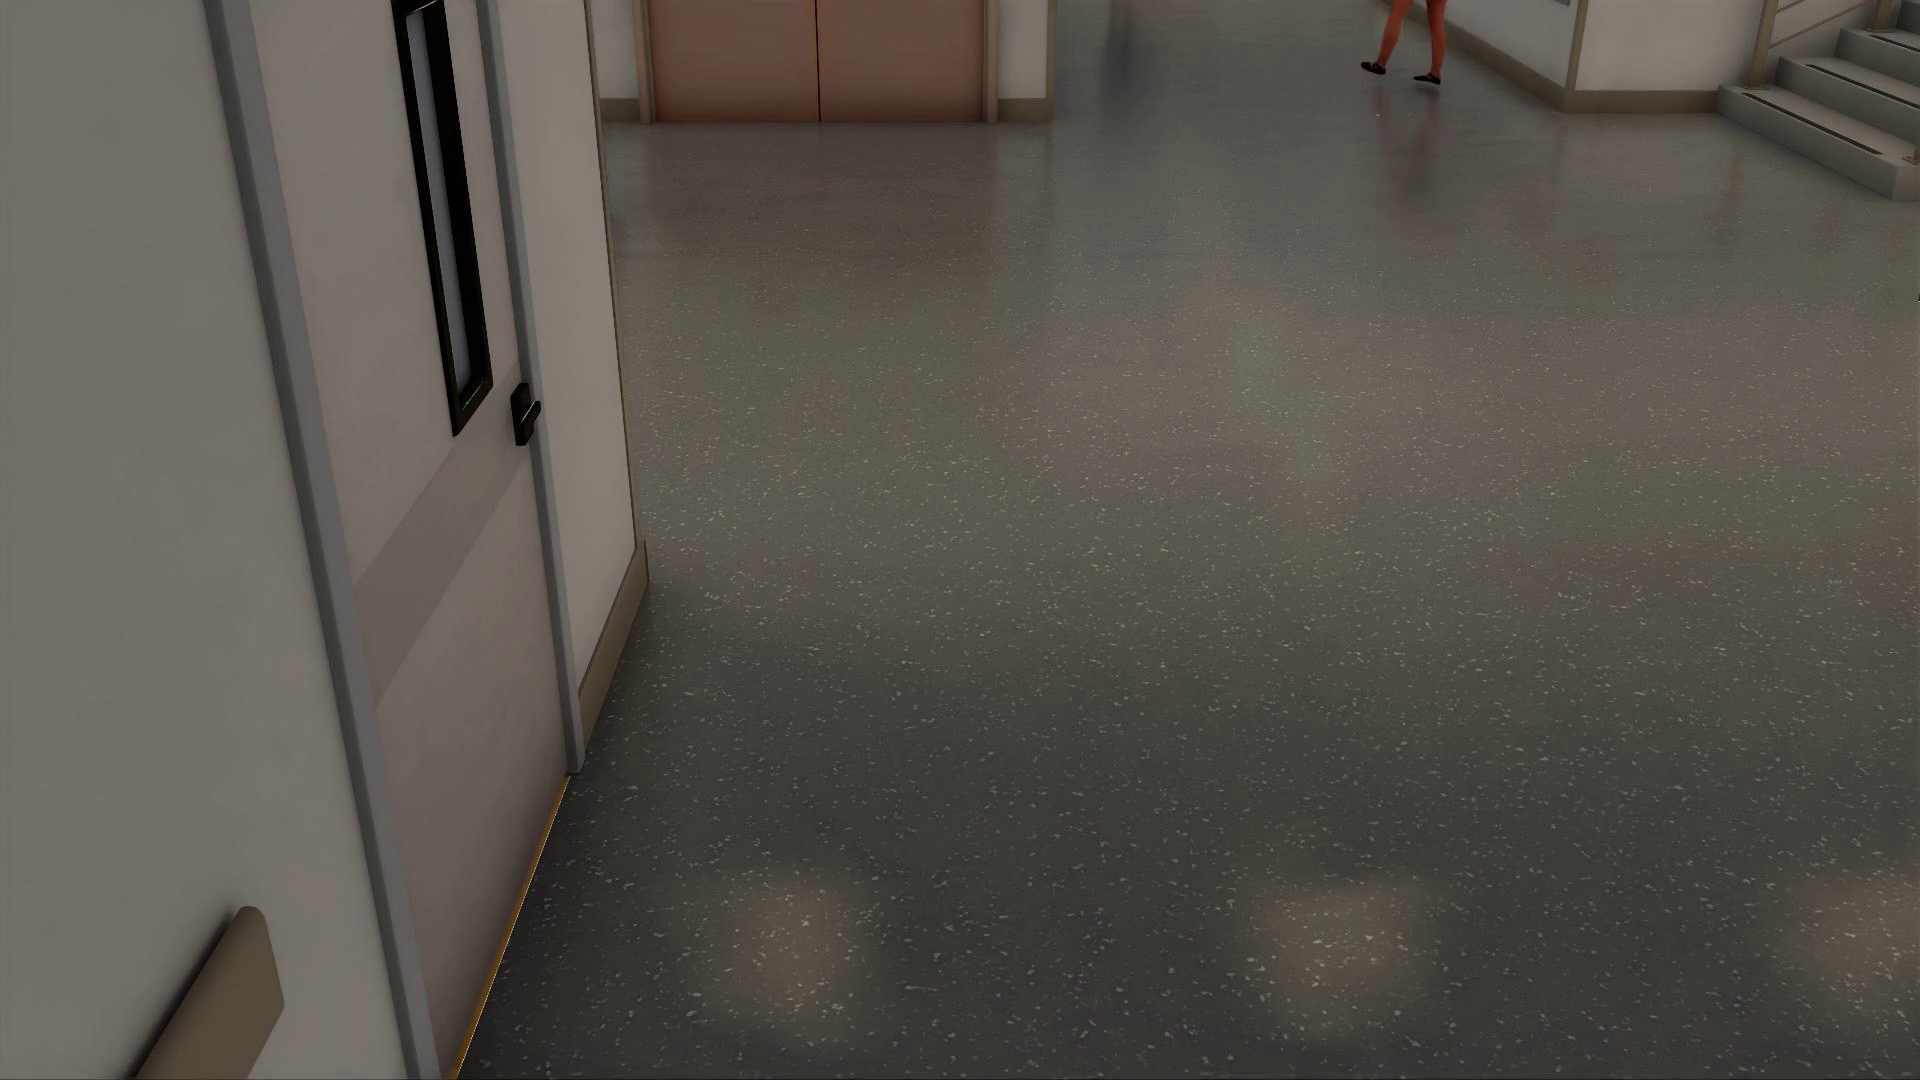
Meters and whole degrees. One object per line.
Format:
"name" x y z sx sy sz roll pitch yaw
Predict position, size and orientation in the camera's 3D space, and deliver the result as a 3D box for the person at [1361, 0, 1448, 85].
"person" 3.680 -4.362 12.862 0.960 1.651 0.957 -18 31 -32
